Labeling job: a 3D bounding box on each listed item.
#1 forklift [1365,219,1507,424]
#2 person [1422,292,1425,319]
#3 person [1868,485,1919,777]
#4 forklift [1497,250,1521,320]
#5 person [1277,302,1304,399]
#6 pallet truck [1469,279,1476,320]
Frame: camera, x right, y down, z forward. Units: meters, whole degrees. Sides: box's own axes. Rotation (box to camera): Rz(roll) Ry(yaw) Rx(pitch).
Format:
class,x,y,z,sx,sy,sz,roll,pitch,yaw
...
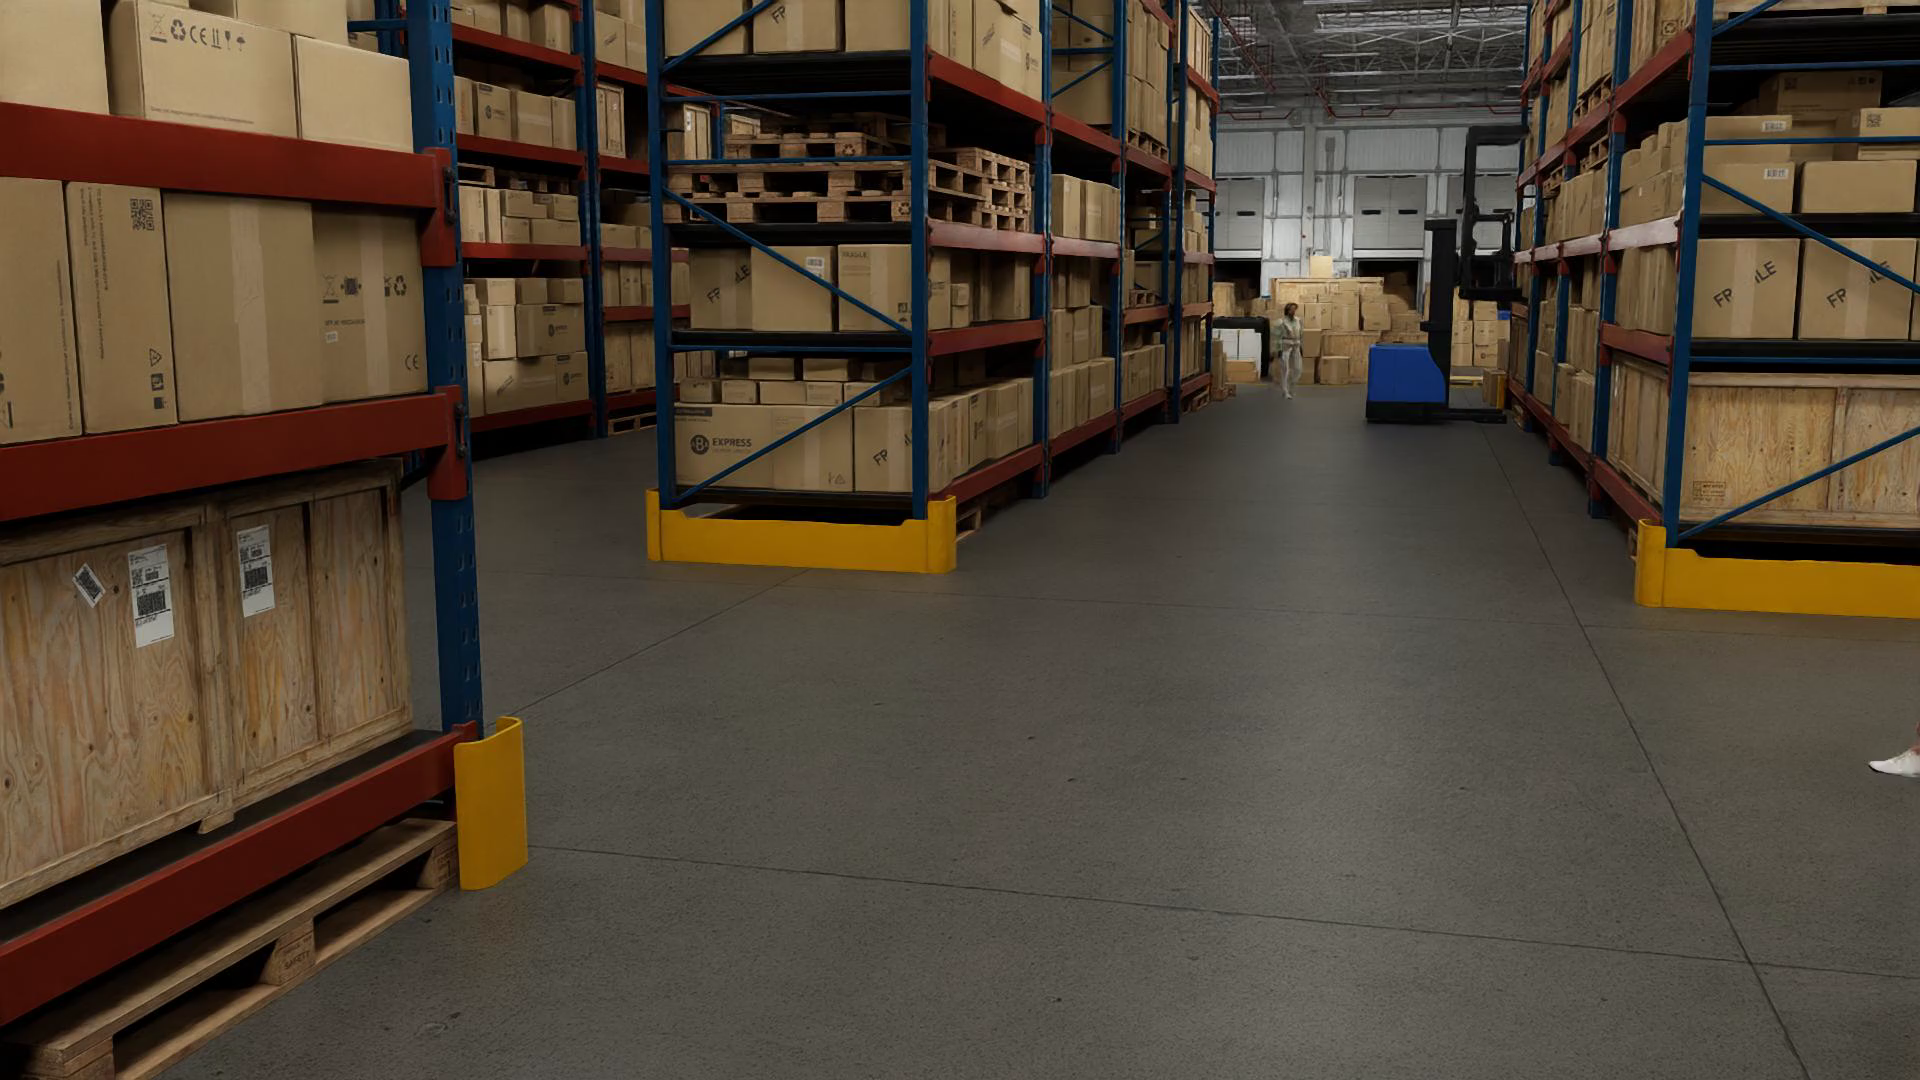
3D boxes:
class,x,y,z,sx,sy,sz,roll,pitch,yaw
forklift,6.688,-3.063,23.230,1.873,2.768,1.129,2,9,15
person,14.218,-6.814,50.065,0.641,1.932,0.368,3,9,18
person,4.121,0.043,6.642,0.685,1.887,0.652,4,10,23
forklift,16.072,-6.977,48.097,1.129,2.768,1.873,1,9,9
person,5.546,-3.178,27.913,0.542,1.623,0.375,-4,10,-24
pallet truck,18.896,-8.459,60.307,1.885,1.965,0.823,5,10,31
